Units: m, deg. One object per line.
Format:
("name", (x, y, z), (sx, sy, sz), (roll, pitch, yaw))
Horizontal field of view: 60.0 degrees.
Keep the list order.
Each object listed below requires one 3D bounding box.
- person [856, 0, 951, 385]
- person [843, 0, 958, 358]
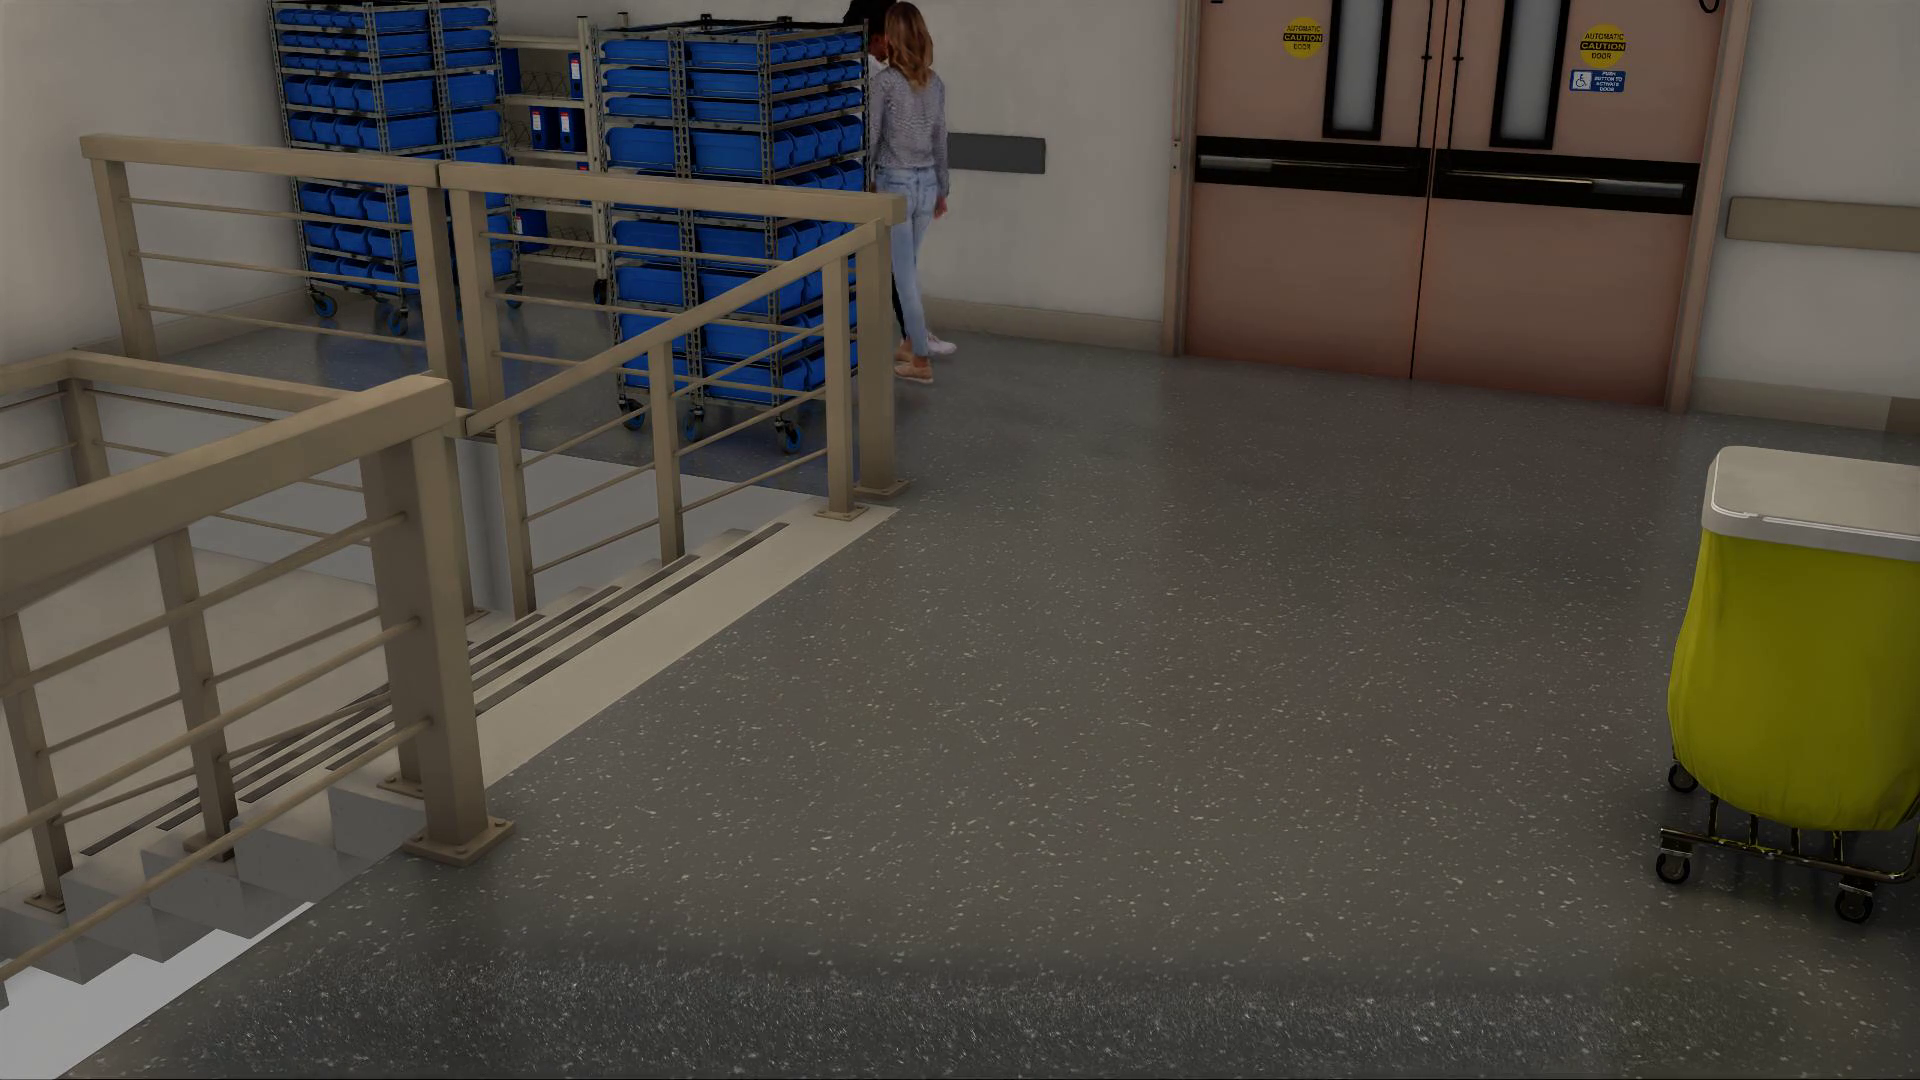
("person", (-0.212, -1.594, 7.855), (0.733, 1.778, 0.775), (-17, 26, -37))
("person", (-0.483, -1.790, 8.358), (1.085, 1.789, 0.916), (-1, 21, -3))
